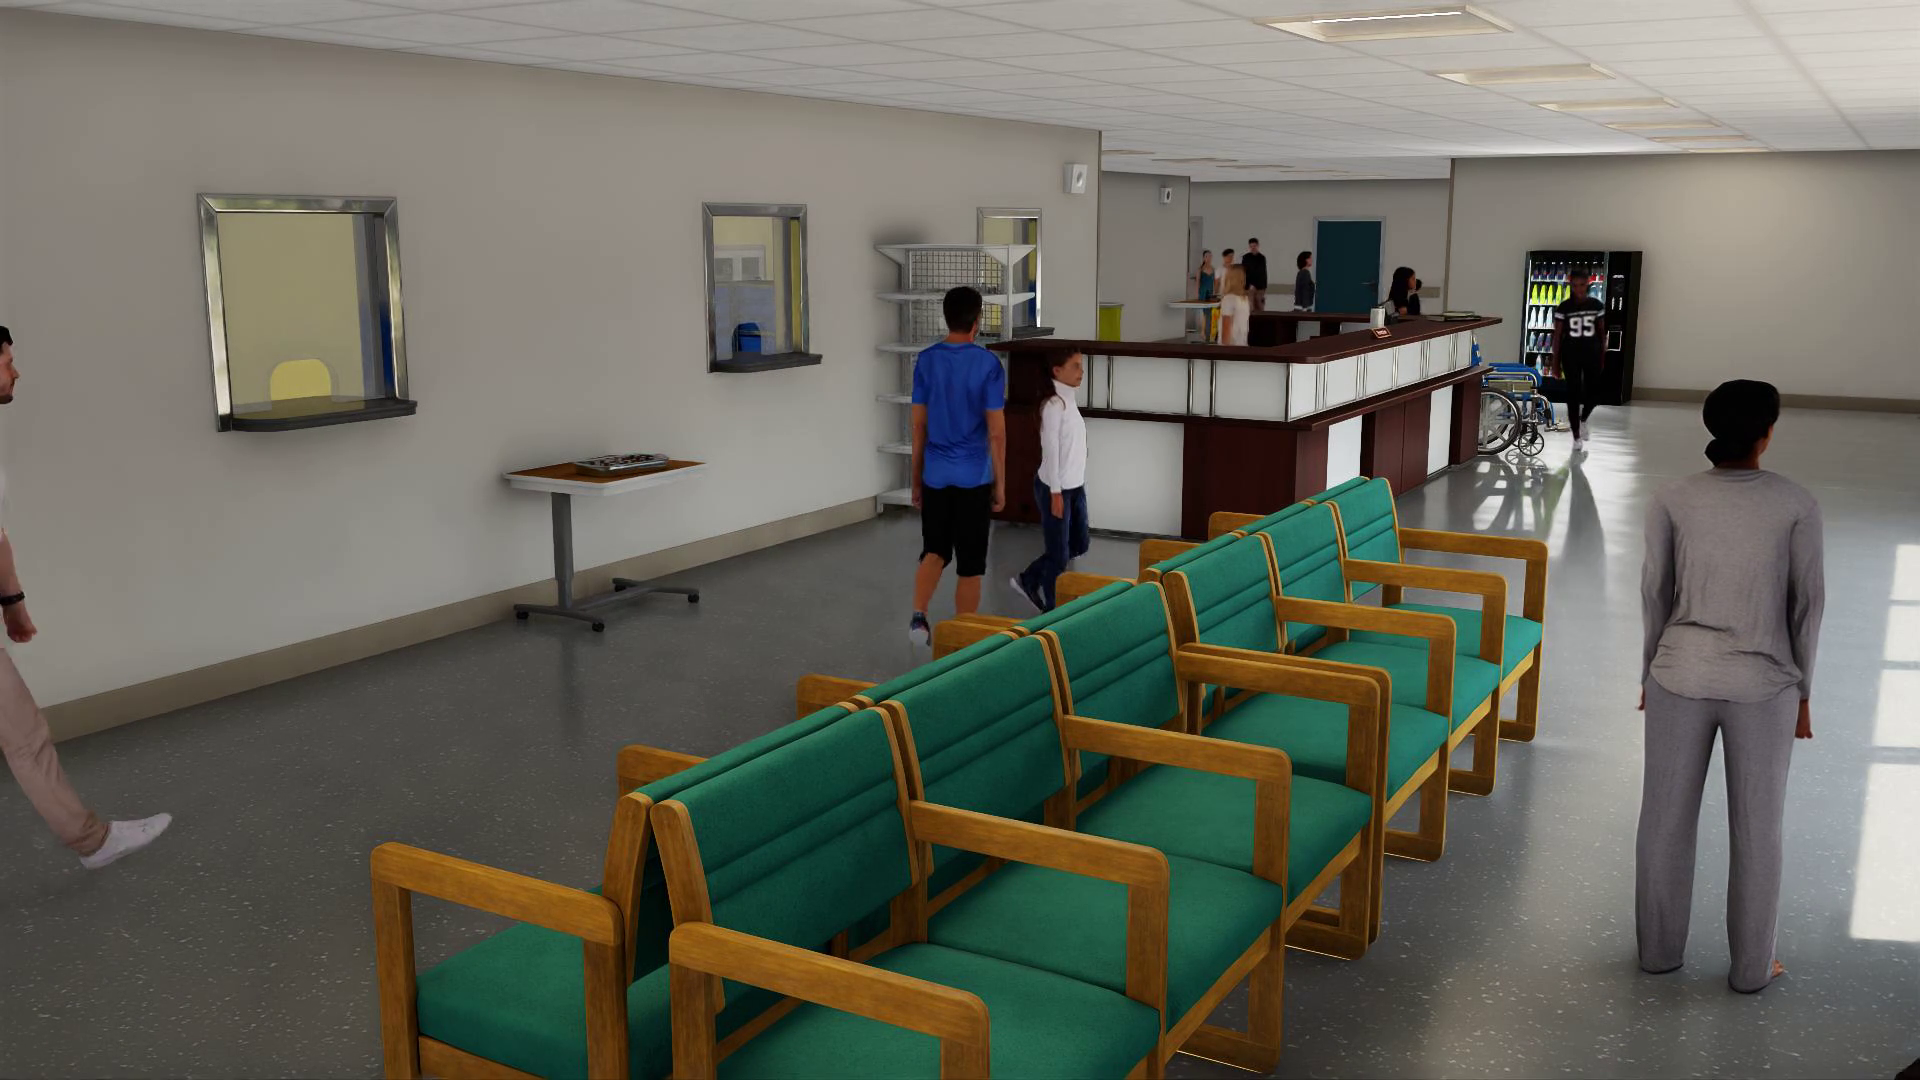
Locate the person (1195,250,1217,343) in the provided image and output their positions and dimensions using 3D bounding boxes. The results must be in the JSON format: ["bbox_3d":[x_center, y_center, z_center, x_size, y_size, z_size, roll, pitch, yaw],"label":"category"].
[{"bbox_3d":[4.487,-4.486,30.676,0.736,1.671,0.779,-7,13,-32],"label":"person"}]

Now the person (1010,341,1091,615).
[{"bbox_3d":[0.456,-0.273,8.805,0.729,1.547,0.529,5,12,26],"label":"person"}]

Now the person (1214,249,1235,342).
[{"bbox_3d":[4.729,-4.321,29.675,0.988,1.689,1.106,-5,12,-25],"label":"person"}]

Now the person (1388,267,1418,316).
[{"bbox_3d":[4.368,-1.905,16.931,0.733,1.724,0.691,1,11,5],"label":"person"}]

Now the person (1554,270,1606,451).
[{"bbox_3d":[5.974,-1.733,16.059,0.862,1.713,0.852,2,11,9],"label":"person"}]

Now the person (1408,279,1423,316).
[{"bbox_3d":[8.018,-3.968,29.189,0.846,1.208,0.565,8,14,37],"label":"person"}]

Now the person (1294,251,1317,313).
[{"bbox_3d":[5.028,-3.385,24.752,1.157,1.718,1.043,-2,11,-10],"label":"person"}]

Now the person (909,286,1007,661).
[{"bbox_3d":[-0.040,-0.257,7.910,0.842,1.851,0.758,4,11,19],"label":"person"}]

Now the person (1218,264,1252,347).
[{"bbox_3d":[2.558,-1.612,15.253,0.626,1.776,0.662,4,11,18],"label":"person"}]

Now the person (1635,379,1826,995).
[{"bbox_3d":[2.166,0.406,4.722,0.475,1.737,0.684,7,13,31],"label":"person"}]

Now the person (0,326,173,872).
[{"bbox_3d":[-3.209,0.299,5.082,1.166,1.812,1.260,-5,12,-23],"label":"person"}]

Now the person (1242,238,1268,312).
[{"bbox_3d":[5.296,-4.517,30.241,0.875,1.894,0.934,-5,12,-25],"label":"person"}]
